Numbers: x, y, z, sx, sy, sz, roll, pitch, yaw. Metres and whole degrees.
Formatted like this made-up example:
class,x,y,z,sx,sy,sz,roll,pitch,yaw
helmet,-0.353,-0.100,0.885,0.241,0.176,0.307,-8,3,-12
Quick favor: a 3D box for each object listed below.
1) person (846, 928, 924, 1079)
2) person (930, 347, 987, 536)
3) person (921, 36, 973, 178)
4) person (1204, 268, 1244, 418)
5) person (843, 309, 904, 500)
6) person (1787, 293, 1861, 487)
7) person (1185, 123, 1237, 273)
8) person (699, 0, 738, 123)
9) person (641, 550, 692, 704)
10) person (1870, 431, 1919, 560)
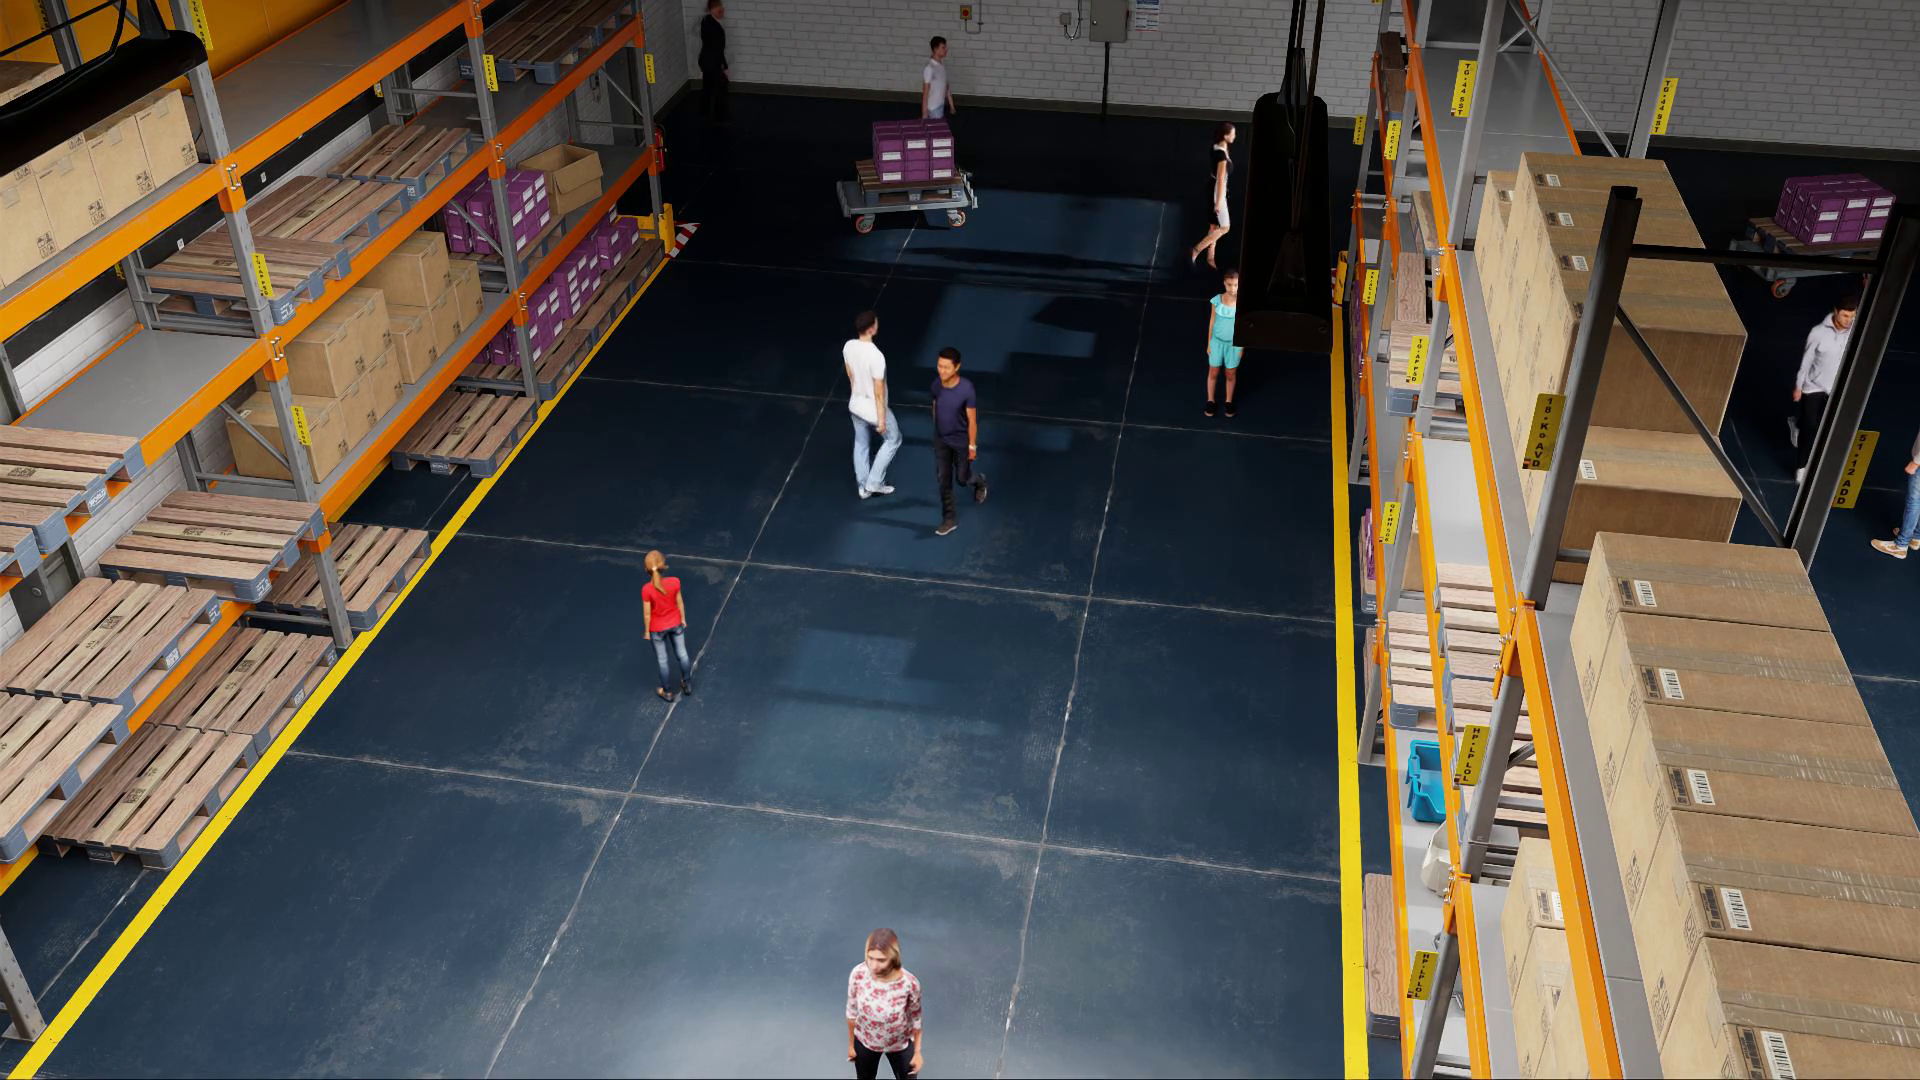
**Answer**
class,x,y,z,sx,sy,sz,roll,pitch,yaw
person,-0.409,2.741,9.141,0.565,1.633,0.494,6,34,9
person,0.001,-0.910,14.508,0.855,1.772,1.062,18,38,25
person,-0.405,-5.585,21.498,0.849,1.821,1.022,11,35,16
person,2.593,-1.936,16.245,0.543,1.559,0.534,7,34,10
person,-0.865,-1.161,14.813,0.820,1.853,0.793,-29,43,-36
person,7.866,-1.447,15.201,0.783,1.900,1.108,0,34,0
person,2.845,-3.875,18.957,0.778,1.786,0.760,-5,34,-7
person,-3.475,-6.659,23.160,0.936,1.770,0.856,-20,39,-27
person,-2.225,0.648,12.582,0.559,1.310,0.608,-18,37,-25
person,8.260,-0.712,14.090,0.752,1.905,0.800,-19,38,-26
